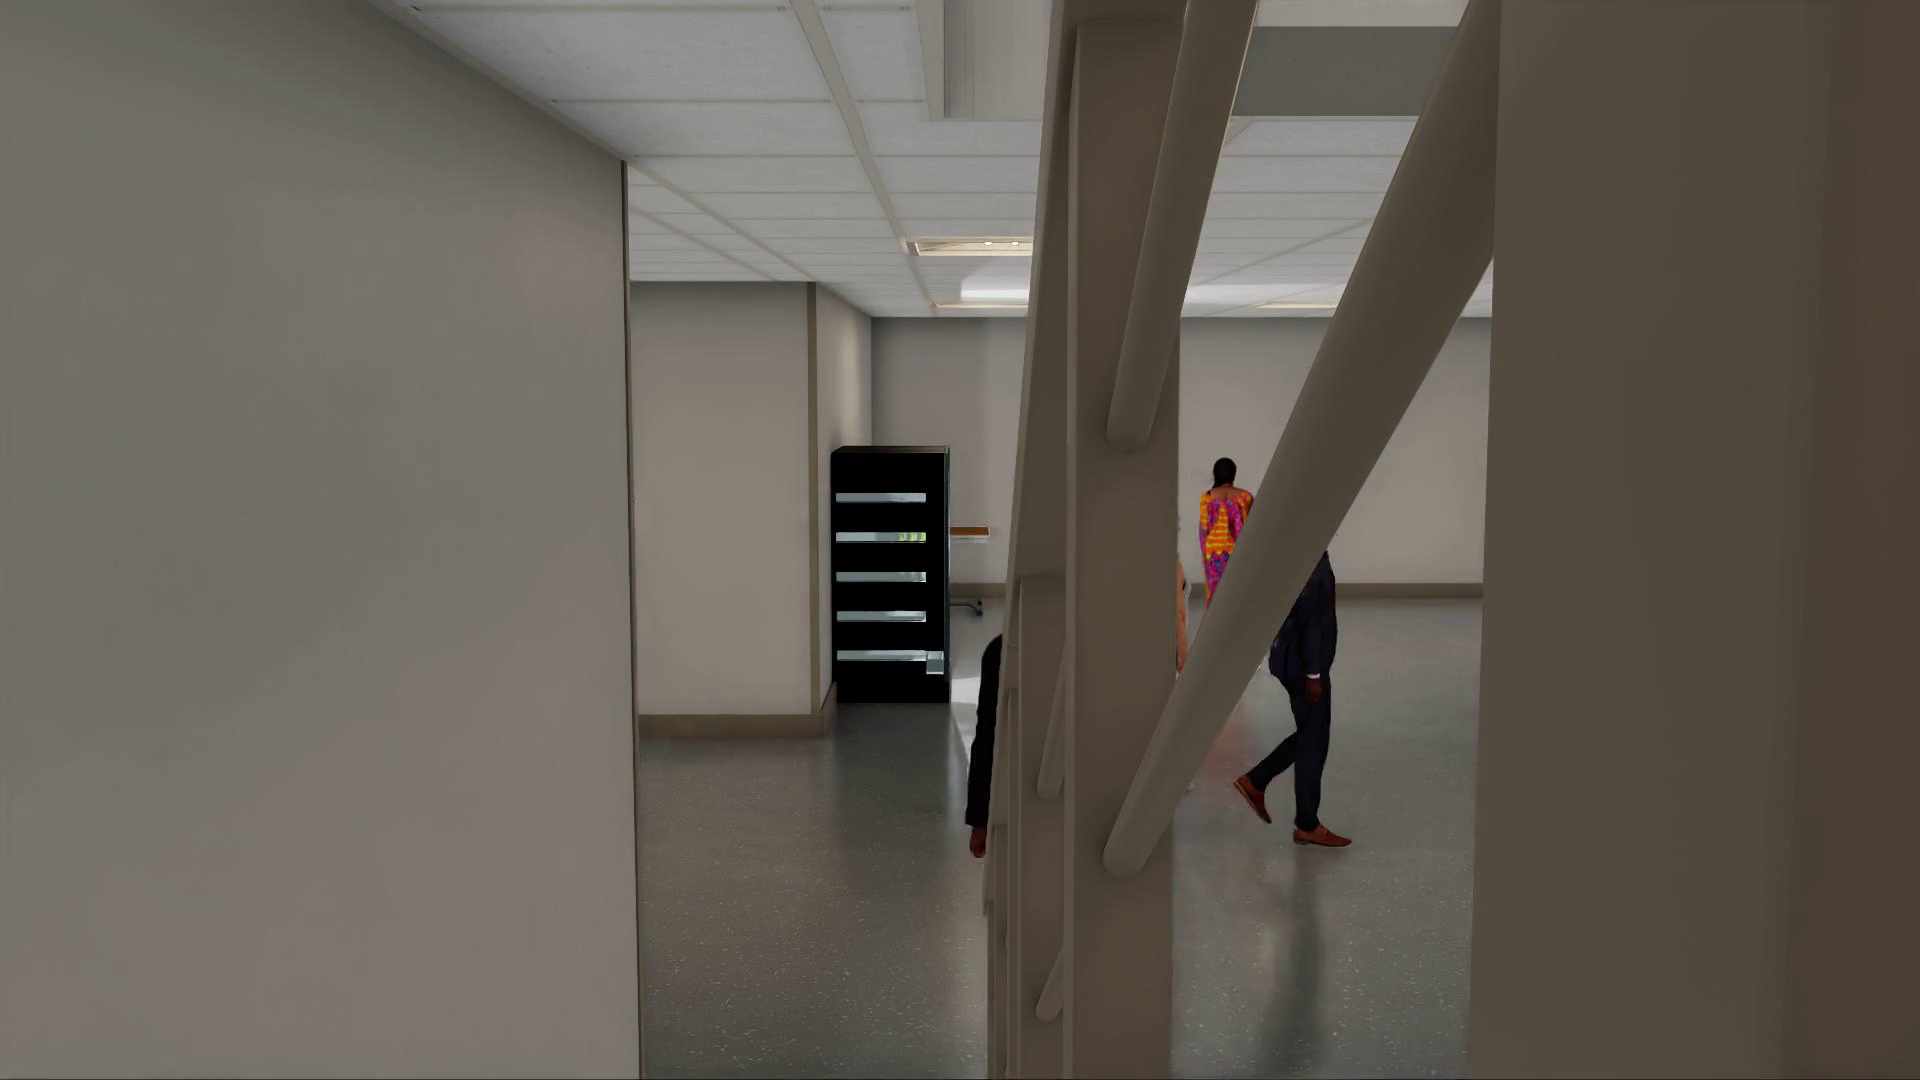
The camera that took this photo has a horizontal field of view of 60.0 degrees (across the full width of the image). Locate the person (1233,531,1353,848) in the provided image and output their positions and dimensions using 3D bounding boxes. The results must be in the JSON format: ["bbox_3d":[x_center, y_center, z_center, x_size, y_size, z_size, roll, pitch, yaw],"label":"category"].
[{"bbox_3d":[1.676,0.653,8.486,0.856,1.807,0.847,1,6,13],"label":"person"}]

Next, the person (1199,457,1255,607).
[{"bbox_3d":[2.350,0.107,14.636,0.857,1.648,1.257,1,6,14],"label":"person"}]
